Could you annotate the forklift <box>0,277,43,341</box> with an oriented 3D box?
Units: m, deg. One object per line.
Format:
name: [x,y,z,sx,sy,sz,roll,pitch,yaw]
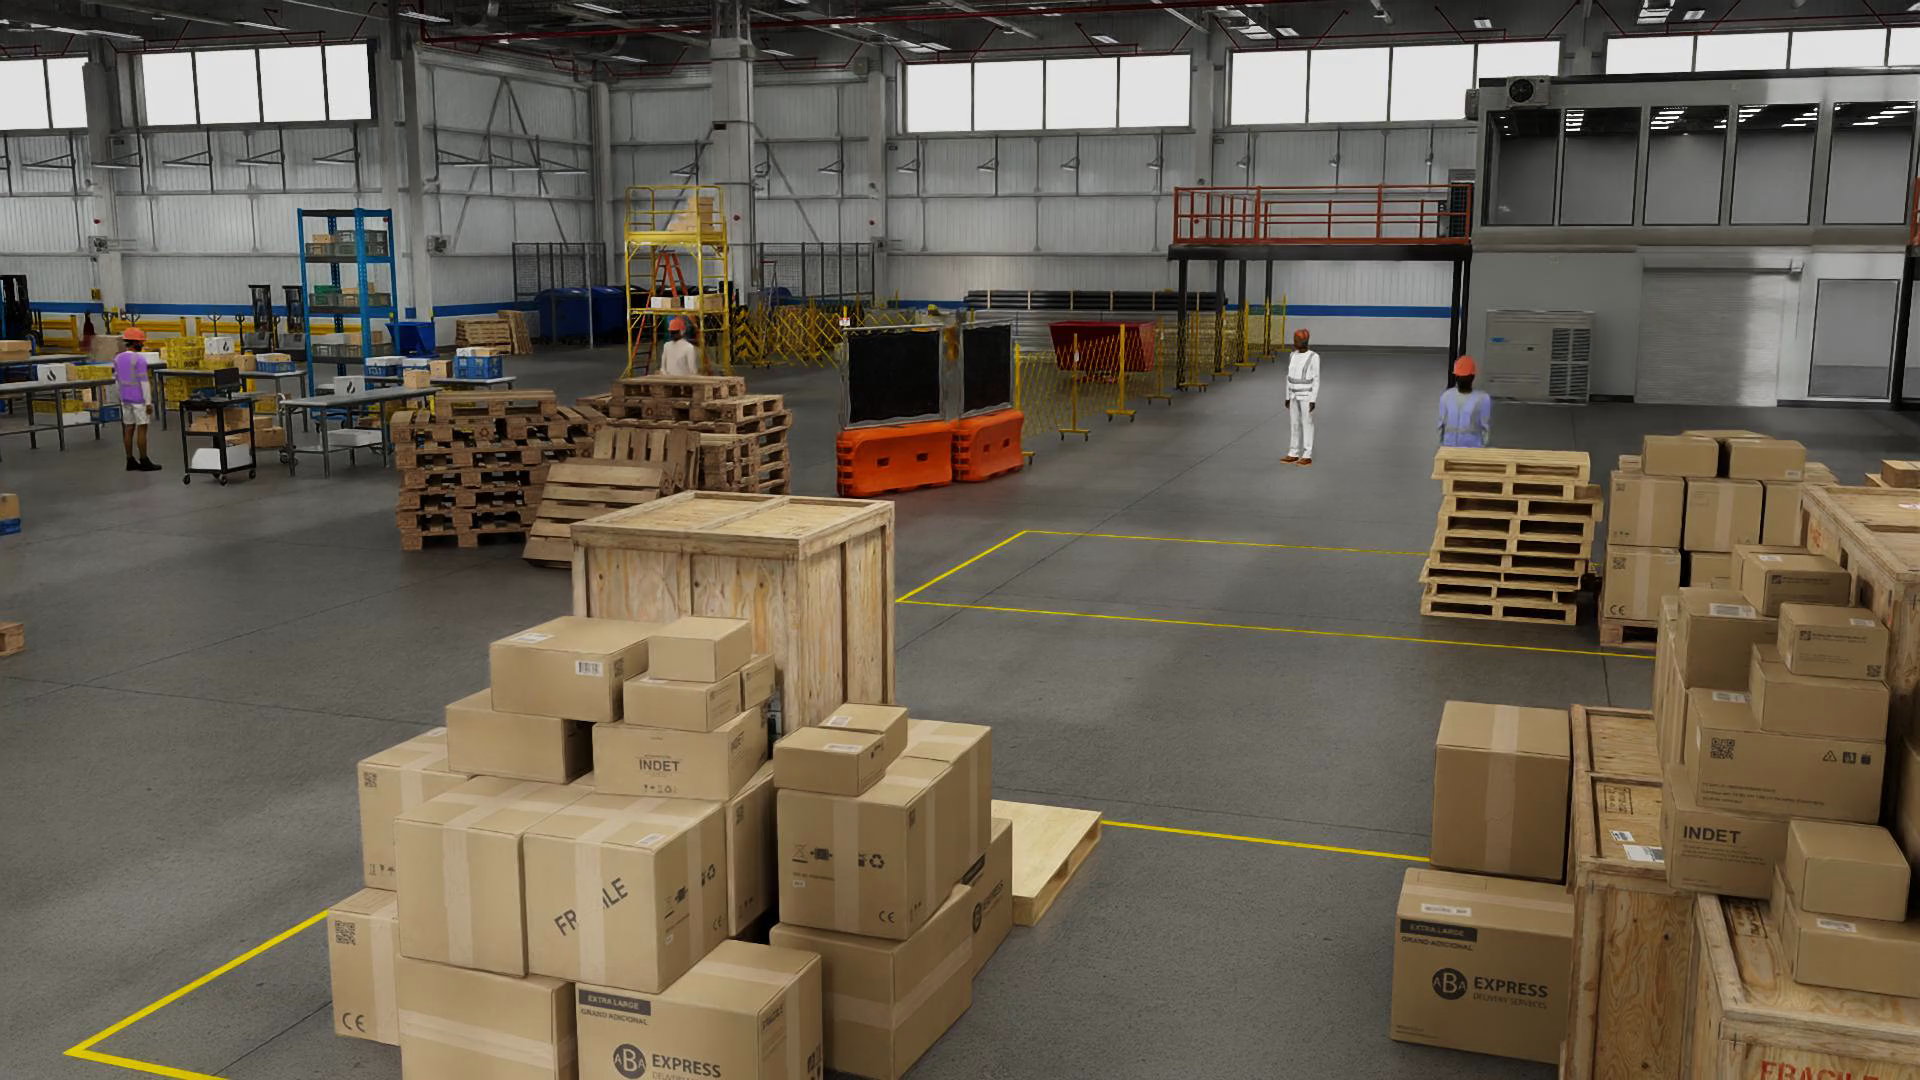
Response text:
forklift: [-27.151,-6.329,46.328,1.157,1.987,2.680,3,11,17]

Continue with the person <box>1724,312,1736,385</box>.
person: [14.969,-3.690,32.620,0.606,1.887,0.659,5,11,25]

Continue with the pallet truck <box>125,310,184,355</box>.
pallet truck: [-22.038,-5.665,45.457,0.704,1.261,1.522,3,11,17]

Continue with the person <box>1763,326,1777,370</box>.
person: [18.656,-4.514,38.081,0.515,1.587,0.843,-3,11,-17]

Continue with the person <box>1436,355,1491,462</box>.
person: [5.205,-0.952,17.150,0.553,1.923,0.724,8,13,38]

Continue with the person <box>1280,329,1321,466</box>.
person: [4.695,-1.958,22.900,0.355,1.887,0.574,-6,12,-31]

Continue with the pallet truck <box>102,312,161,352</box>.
pallet truck: [-23.057,-5.777,46.261,0.680,1.201,1.601,3,11,19]

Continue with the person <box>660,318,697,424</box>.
person: [-4.204,-2.380,25.104,0.612,1.956,0.989,8,13,38]

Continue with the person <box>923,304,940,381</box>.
person: [-0.612,-4.402,37.101,0.338,1.732,0.496,5,11,24]

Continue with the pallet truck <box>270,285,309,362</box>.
pallet truck: [-17.147,-5.700,43.663,0.823,1.965,1.885,3,11,17]

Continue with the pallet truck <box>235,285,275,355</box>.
pallet truck: [-18.327,-5.835,44.421,0.823,1.965,1.885,4,11,23]

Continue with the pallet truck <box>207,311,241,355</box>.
pallet truck: [-19.537,-5.575,44.913,0.653,1.274,1.630,3,11,19]

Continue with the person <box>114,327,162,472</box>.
person: [-11.072,-1.888,22.369,0.548,1.934,0.374,5,11,25]
